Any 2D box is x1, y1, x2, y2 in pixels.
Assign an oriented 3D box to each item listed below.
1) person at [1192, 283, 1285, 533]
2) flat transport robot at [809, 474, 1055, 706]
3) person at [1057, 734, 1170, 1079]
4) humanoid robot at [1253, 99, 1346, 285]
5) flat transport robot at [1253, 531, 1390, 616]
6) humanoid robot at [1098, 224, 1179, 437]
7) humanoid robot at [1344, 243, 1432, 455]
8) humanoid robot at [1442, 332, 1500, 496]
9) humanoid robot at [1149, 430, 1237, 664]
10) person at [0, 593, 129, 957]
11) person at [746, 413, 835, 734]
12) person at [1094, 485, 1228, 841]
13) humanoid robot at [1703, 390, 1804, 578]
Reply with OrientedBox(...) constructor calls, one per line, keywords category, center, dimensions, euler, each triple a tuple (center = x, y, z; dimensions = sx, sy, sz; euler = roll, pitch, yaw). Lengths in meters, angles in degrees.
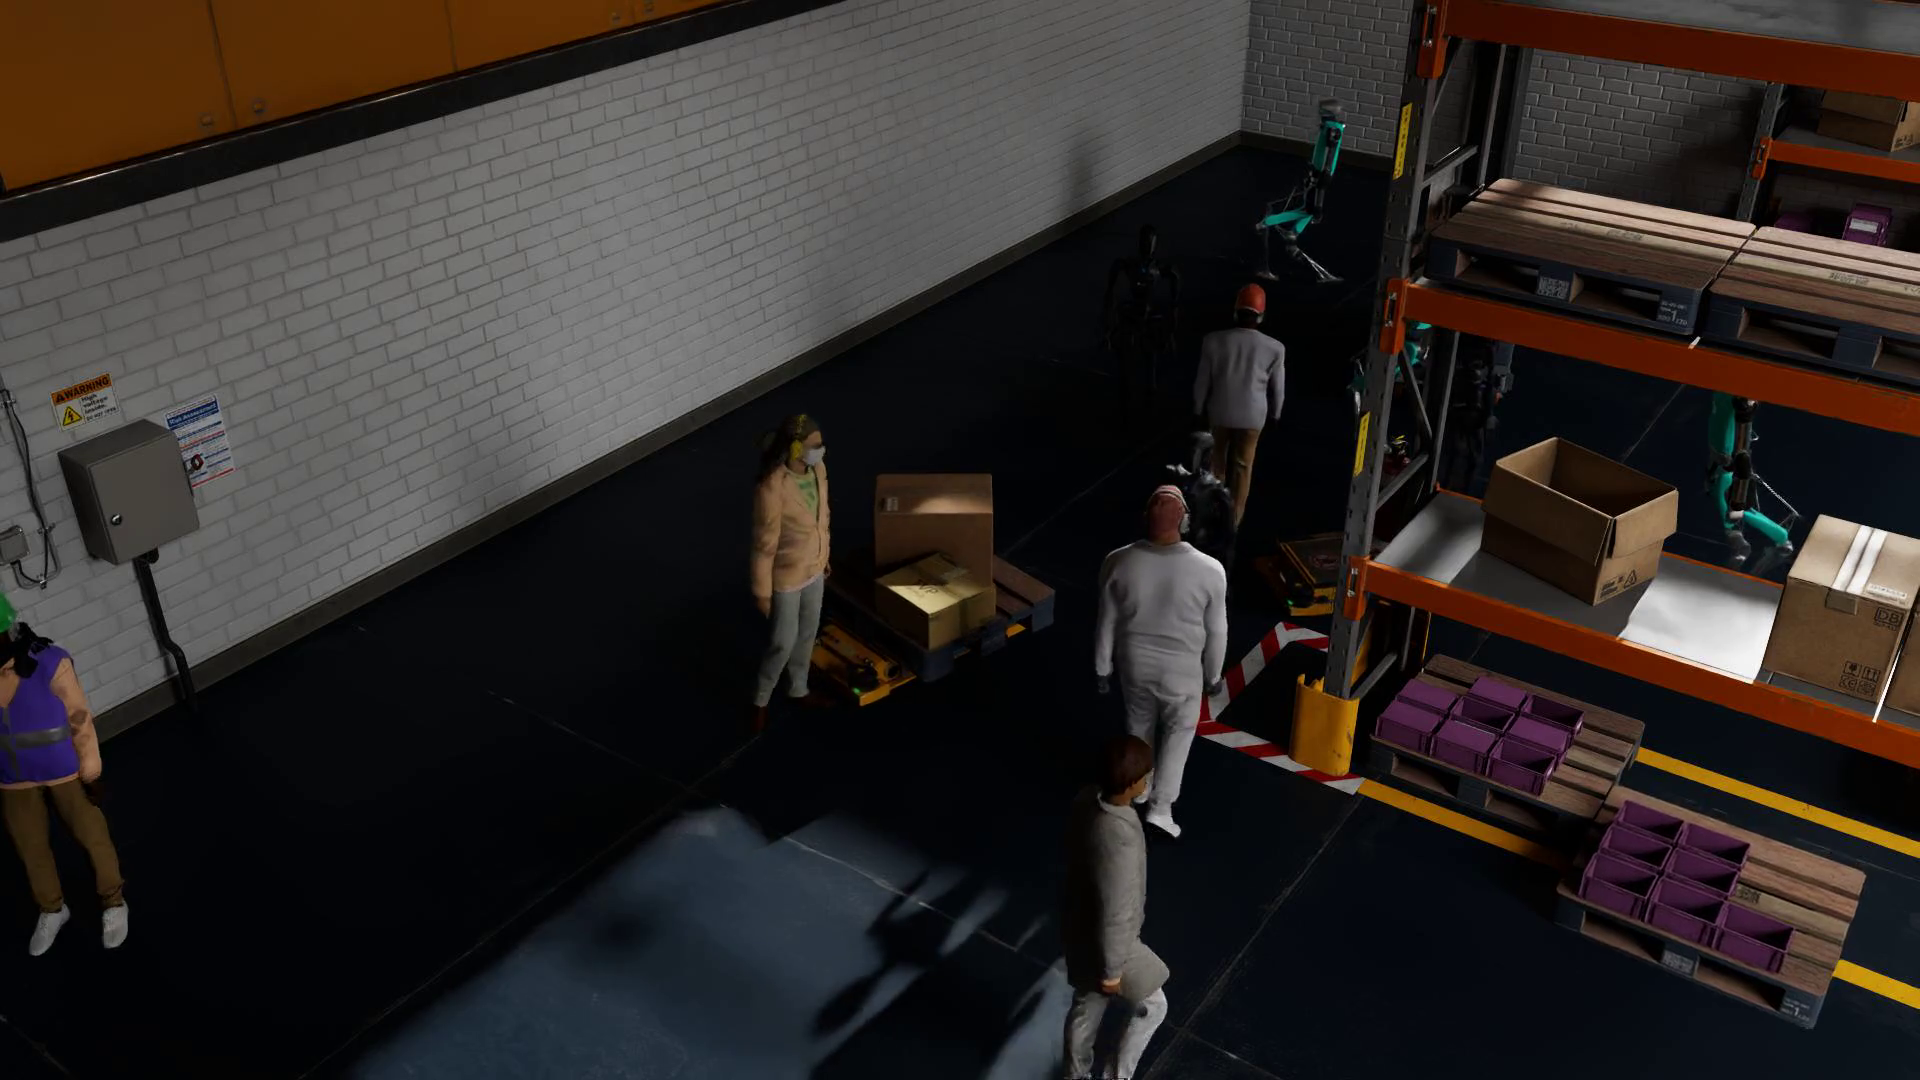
OrientedBox(category="person", center=(1.866, -0.897, 11.129), dimensions=(0.595, 1.726, 0.537), euler=(7, 31, 12))
OrientedBox(category="flat transport robot", center=(-0.236, 0.537, 10.108), dimensions=(1.431, 0.231, 0.659), euler=(-23, 37, -34))
OrientedBox(category="person", center=(0.609, 1.582, 6.753), dimensions=(0.483, 1.806, 0.525), euler=(-8, 31, -14))
OrientedBox(category="humanoid robot", center=(2.978, -3.070, 14.944), dimensions=(1.029, 1.763, 0.538), euler=(3, 30, 6))
OrientedBox(category="flat transport robot", center=(2.684, 0.184, 10.720), dimensions=(1.431, 0.231, 0.659), euler=(-6, 31, -11))
OrientedBox(category="humanoid robot", center=(1.328, -1.549, 12.307), dimensions=(0.602, 1.648, 0.372), euler=(6, 30, 10))
OrientedBox(category="humanoid robot", center=(3.090, -1.393, 11.972), dimensions=(0.534, 1.736, 0.815), euler=(-24, 37, -35))
OrientedBox(category="humanoid robot", center=(3.473, -0.977, 11.322), dimensions=(0.357, 1.657, 0.602), euler=(-4, 30, -7))
OrientedBox(category="humanoid robot", center=(1.327, 0.116, 9.443), dimensions=(0.591, 1.653, 0.392), euler=(25, 38, 36))
OrientedBox(category="person", center=(-4.190, 1.041, 7.575), dimensions=(0.550, 1.928, 0.423), euler=(-7, 31, -12))
OrientedBox(category="person", center=(-0.960, 0.169, 9.167), dimensions=(0.442, 1.862, 0.652), euler=(17, 34, 26))
OrientedBox(category="person", center=(0.976, 0.655, 8.318), dimensions=(0.655, 1.867, 0.646), euler=(10, 32, 17))
OrientedBox(category="humanoid robot", center=(4.842, -0.280, 10.166), dimensions=(0.785, 1.882, 0.531), euler=(1, 30, 2))
